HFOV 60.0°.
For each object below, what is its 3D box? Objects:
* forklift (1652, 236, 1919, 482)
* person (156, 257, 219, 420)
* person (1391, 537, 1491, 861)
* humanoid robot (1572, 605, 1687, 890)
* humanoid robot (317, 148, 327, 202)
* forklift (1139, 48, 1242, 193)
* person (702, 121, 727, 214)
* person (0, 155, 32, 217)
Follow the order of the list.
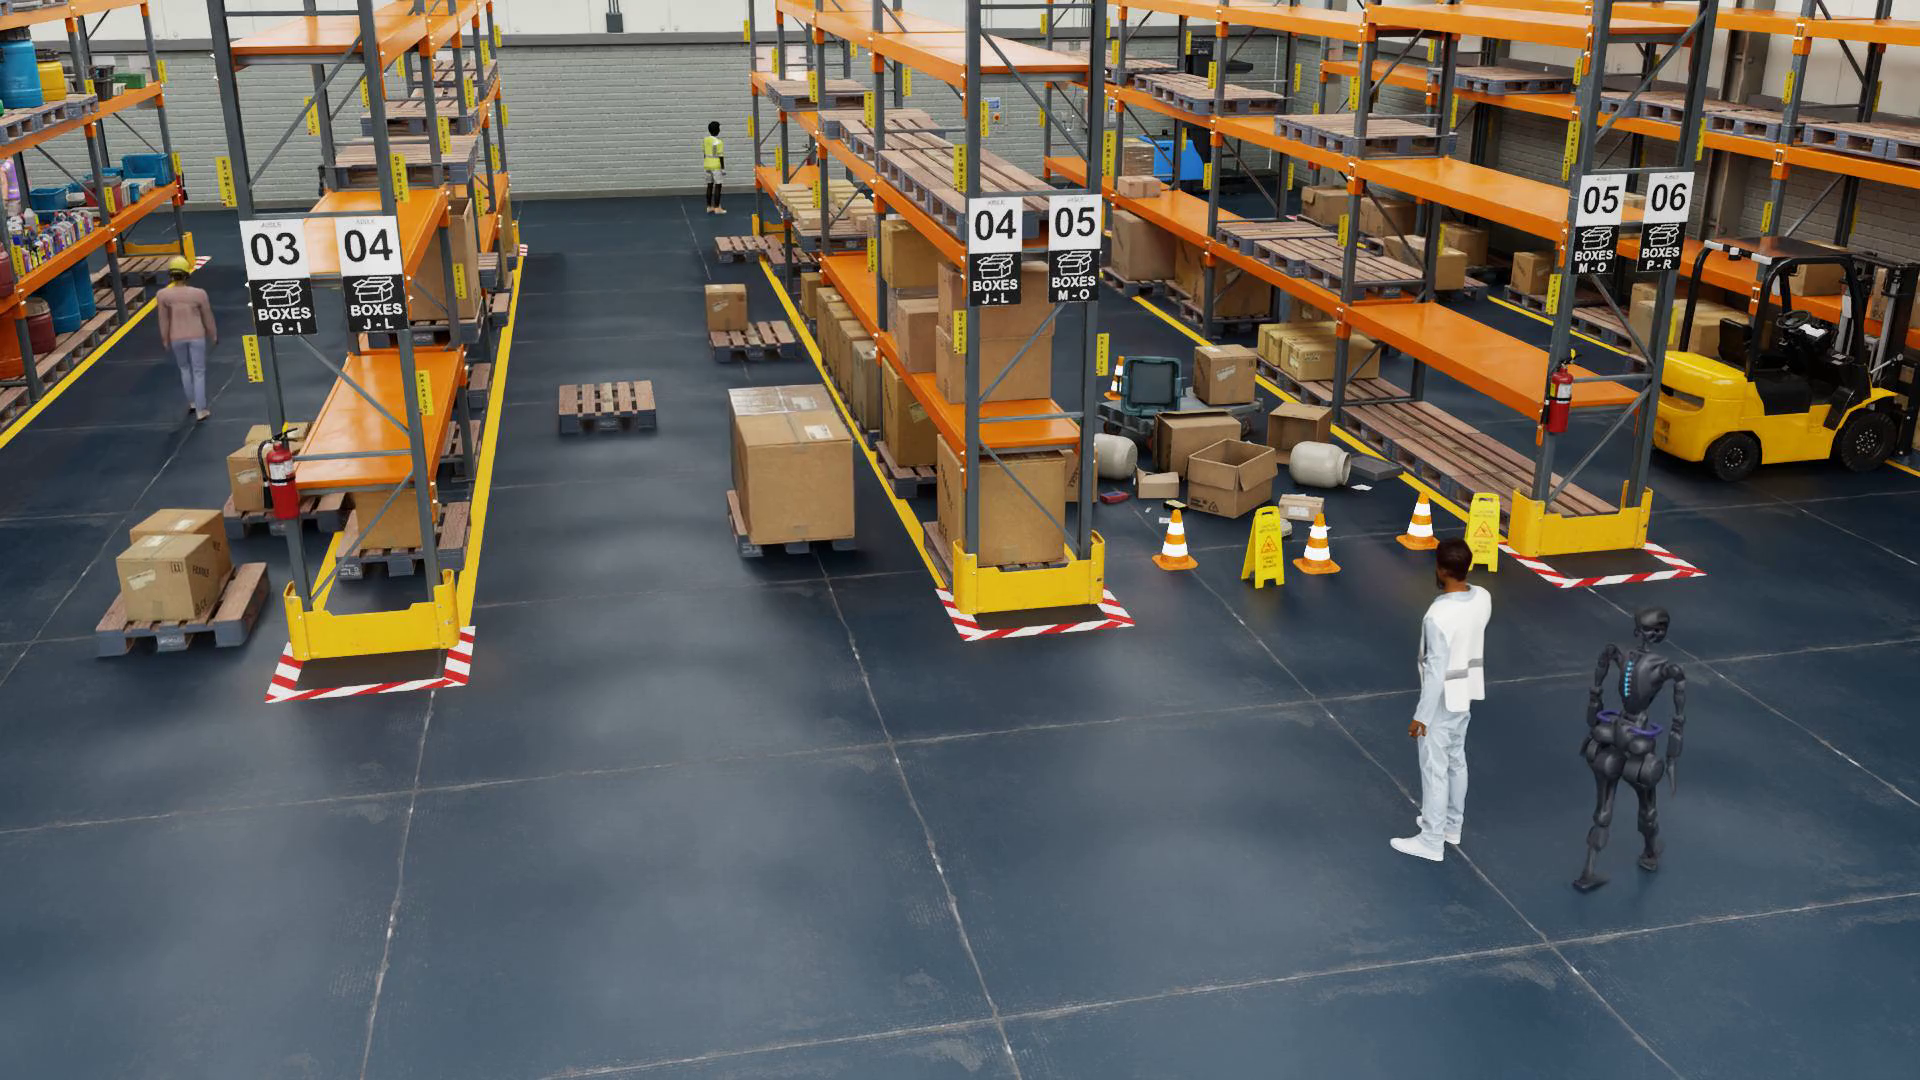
[{"bbox_3d":[8.013,-1.814,16.330,2.313,2.155,1.214,-4,21,-12],"label":"forklift"},{"bbox_3d":[-8.322,-2.205,18.021,0.539,1.746,0.713,-3,21,-8],"label":"person"},{"bbox_3d":[2.755,0.902,9.409,0.373,1.915,0.595,17,27,39],"label":"person"},{"bbox_3d":[3.720,1.130,9.201,0.719,1.627,0.589,-17,26,-37],"label":"humanoid robot"},{"bbox_3d":[-10.287,-5.647,27.399,0.470,1.645,0.583,7,21,17],"label":"humanoid robot"},{"bbox_3d":[4.566,-8.313,32.860,1.873,2.768,1.129,-4,21,-12],"label":"forklift"},{"bbox_3d":[-4.518,-6.846,30.598,0.540,1.685,0.319,17,26,38],"label":"person"},{"bbox_3d":[-15.366,-5.564,27.149,0.348,1.688,0.491,11,23,27],"label":"person"}]
